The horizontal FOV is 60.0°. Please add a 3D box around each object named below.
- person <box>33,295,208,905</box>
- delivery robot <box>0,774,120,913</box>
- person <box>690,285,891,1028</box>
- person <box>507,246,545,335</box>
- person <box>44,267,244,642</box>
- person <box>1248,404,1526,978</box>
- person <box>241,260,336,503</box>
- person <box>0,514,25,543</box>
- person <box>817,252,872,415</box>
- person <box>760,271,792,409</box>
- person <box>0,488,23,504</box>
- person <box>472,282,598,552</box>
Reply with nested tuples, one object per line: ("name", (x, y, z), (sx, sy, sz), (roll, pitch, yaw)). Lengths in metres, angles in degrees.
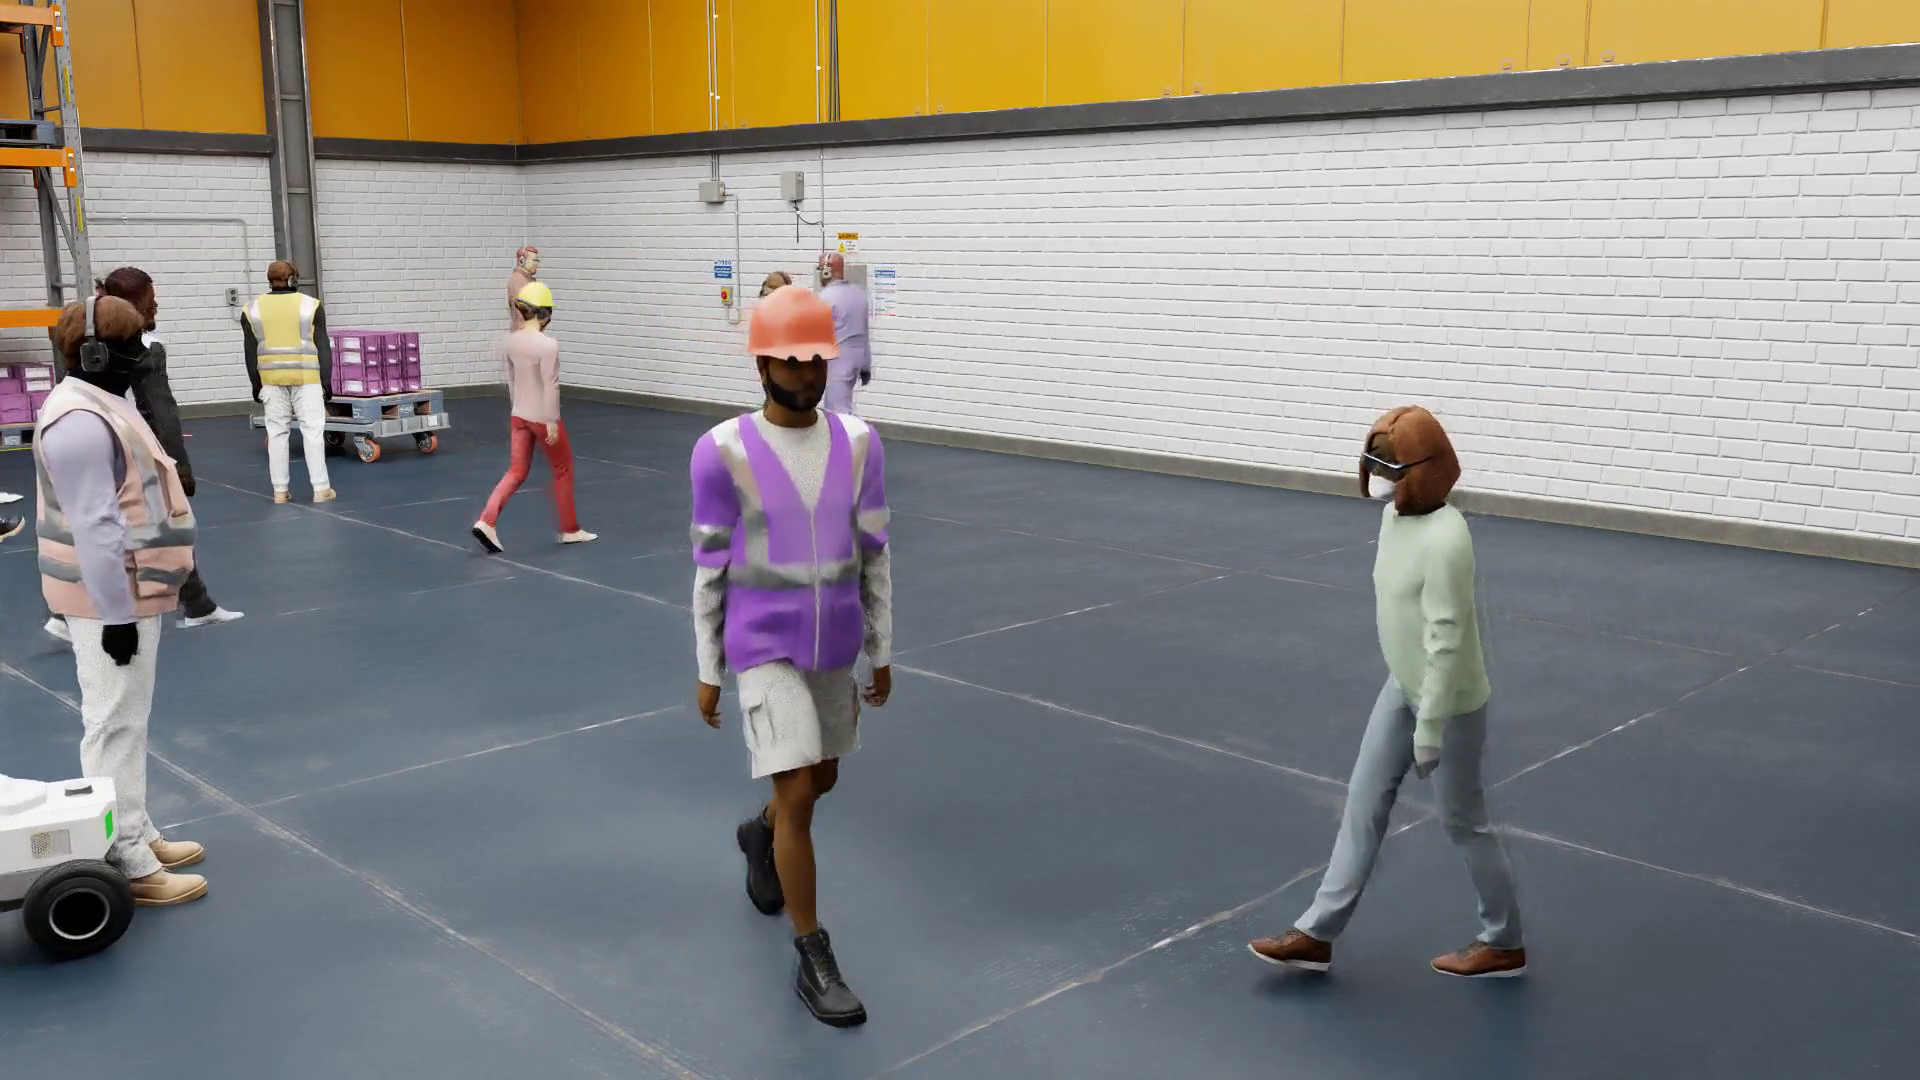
("person", (-2.553, 0.184, 5.085), (0.430, 1.845, 0.619), (-4, 11, -22))
("delivery robot", (-2.779, 0.850, 4.708), (0.707, 0.478, 0.477), (-6, 12, -28))
("person", (-0.476, 0.257, 4.540), (0.549, 1.907, 0.913), (-6, 12, -29))
("person", (-4.596, -2.166, 17.740), (0.399, 1.902, 0.642), (-2, 11, -11))
("person", (-4.137, -0.415, 8.291), (0.600, 1.885, 0.996), (9, 14, 39))
("person", (1.177, 0.430, 4.423), (0.826, 1.580, 0.550), (-1, 10, -8))
("person", (-5.063, -1.192, 12.603), (0.619, 1.838, 0.430), (-2, 11, -9))
("person", (-6.540, -0.850, 10.520), (0.611, 1.910, 0.974), (5, 12, 26))
("person", (-1.082, -1.443, 13.850), (0.765, 1.877, 0.673), (6, 12, 29))
("person", (-1.240, -0.894, 11.118), (0.905, 1.781, 0.591), (-8, 13, -38))
("person", (-7.473, -1.095, 12.375), (0.536, 1.729, 0.602), (6, 12, 31))
("person", (-2.774, -0.790, 10.694), (0.533, 1.733, 0.849), (8, 13, 38))
